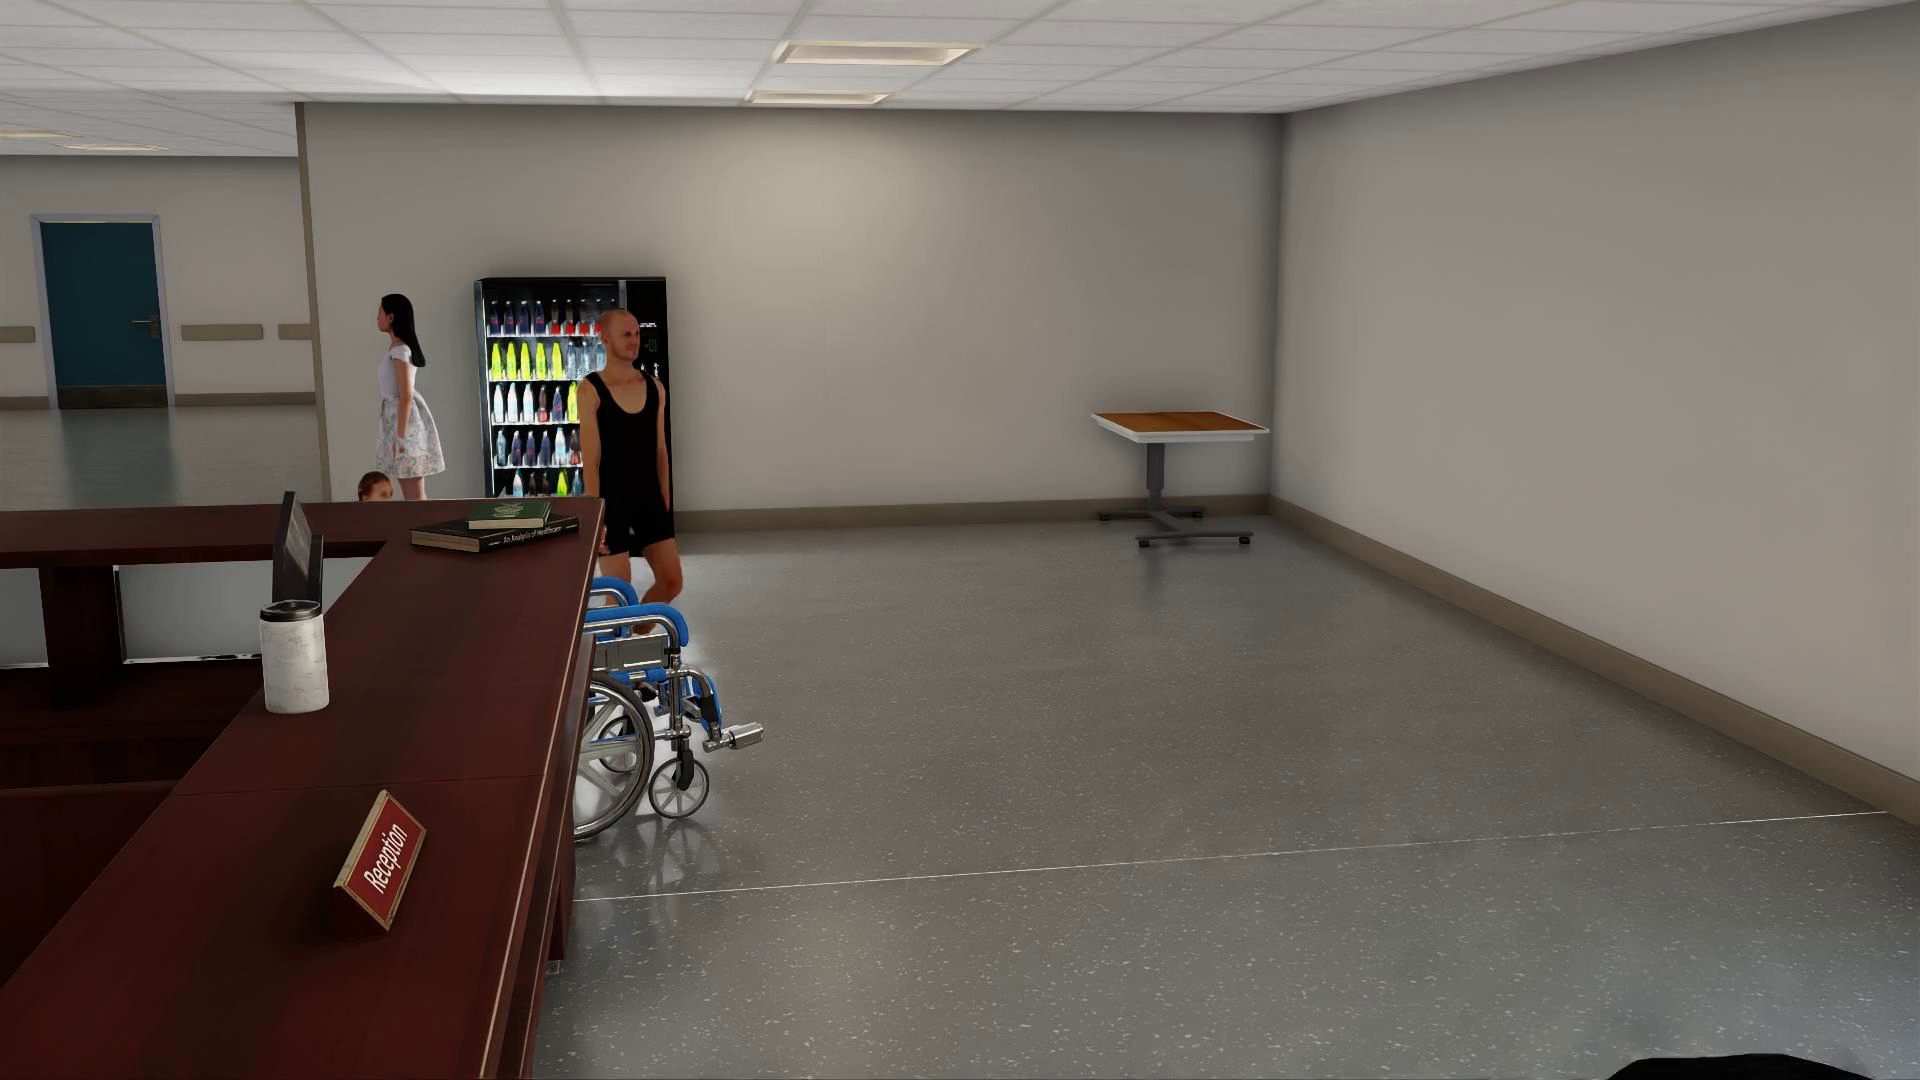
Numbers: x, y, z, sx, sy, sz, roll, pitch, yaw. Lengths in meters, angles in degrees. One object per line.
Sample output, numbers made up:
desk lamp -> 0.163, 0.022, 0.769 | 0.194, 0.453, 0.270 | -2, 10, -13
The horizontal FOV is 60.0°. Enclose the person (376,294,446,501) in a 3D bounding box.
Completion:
person -> -3.422, -0.625, 10.264 | 0.633, 1.774, 0.647 | -3, 11, -13

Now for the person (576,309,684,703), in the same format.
person -> -1.596, -0.155, 7.696 | 0.777, 1.806, 0.860 | -10, 15, -44
